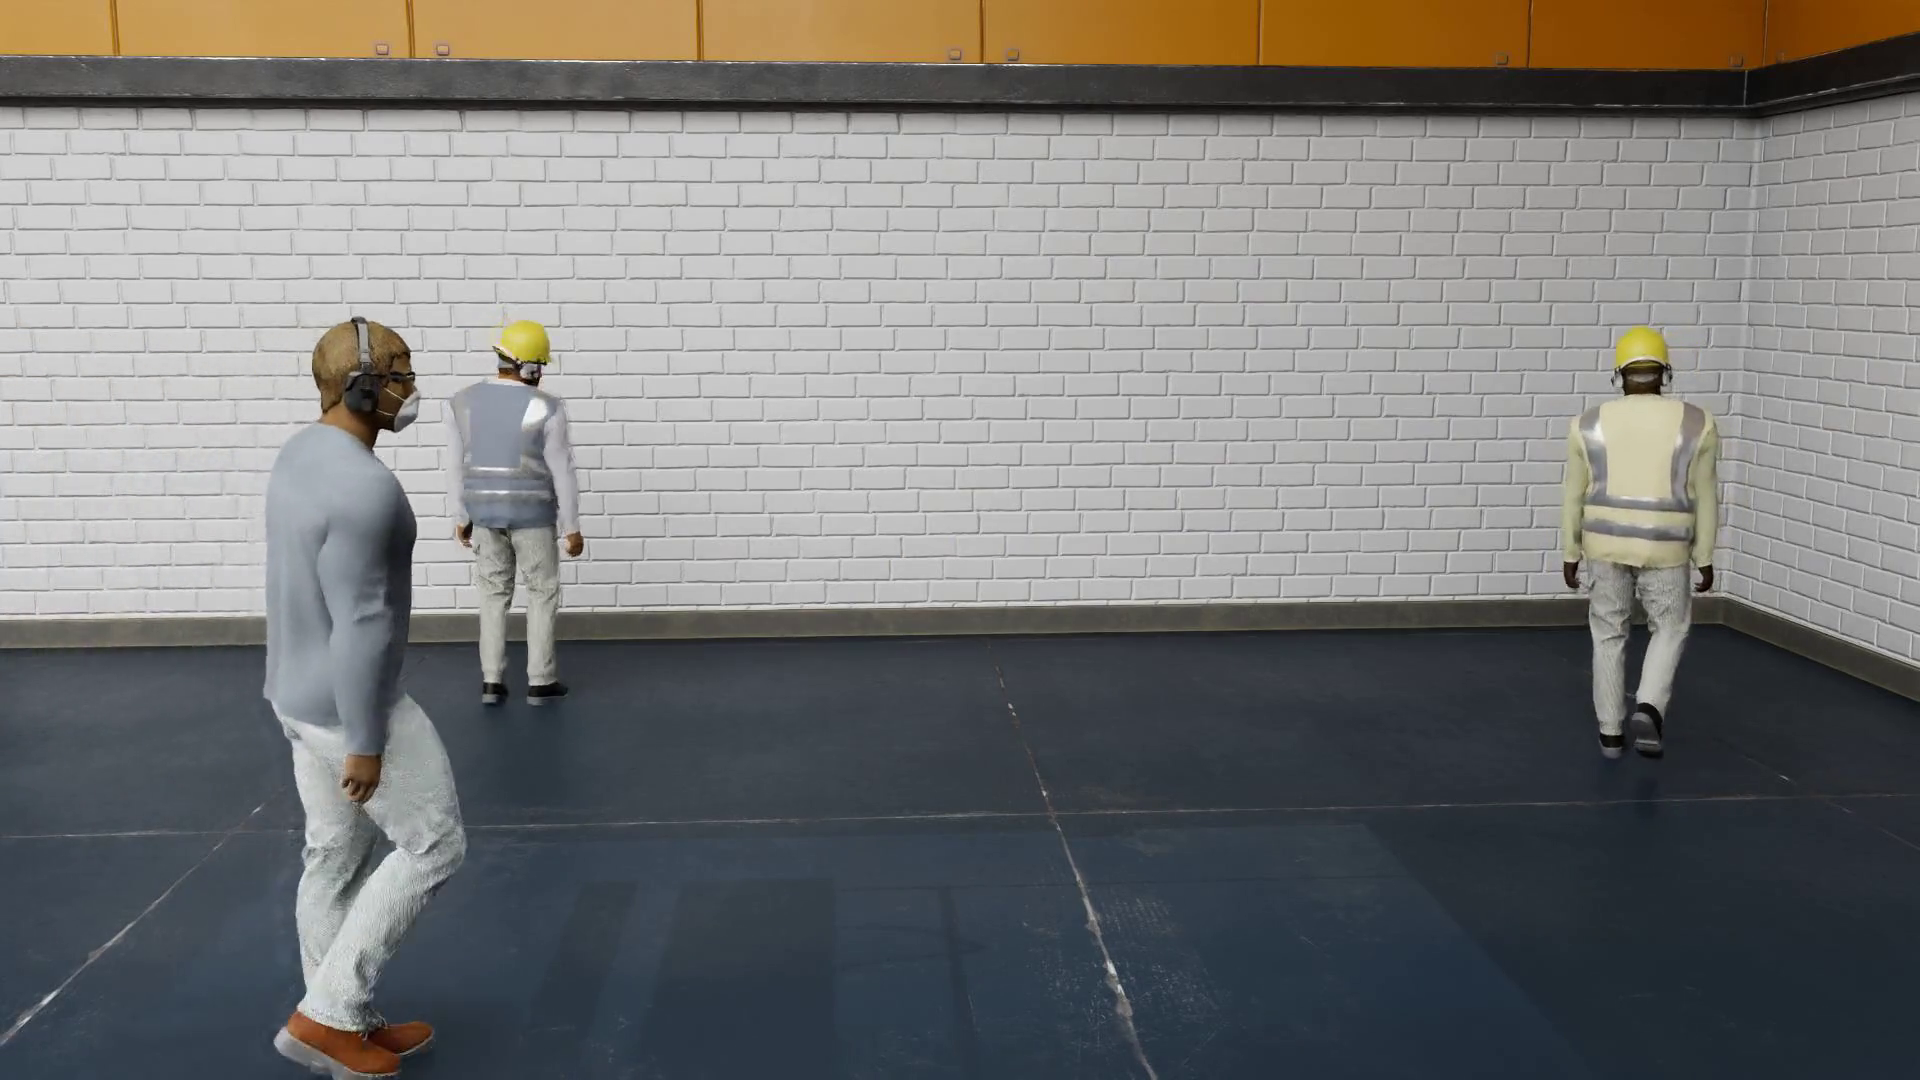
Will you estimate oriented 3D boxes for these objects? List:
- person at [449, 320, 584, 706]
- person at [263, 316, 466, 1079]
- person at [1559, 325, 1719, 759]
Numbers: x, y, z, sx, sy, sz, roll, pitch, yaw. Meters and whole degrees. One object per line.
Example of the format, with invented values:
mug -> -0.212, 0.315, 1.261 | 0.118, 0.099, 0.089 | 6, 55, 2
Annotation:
person -> -2.080, -0.105, 7.814 | 0.633, 1.809, 0.405 | 2, 9, 11
person -> -1.487, 0.416, 4.131 | 0.426, 1.926, 0.644 | -7, 11, -37
person -> 2.777, 0.030, 6.847 | 0.613, 1.817, 0.520 | 4, 10, 25
